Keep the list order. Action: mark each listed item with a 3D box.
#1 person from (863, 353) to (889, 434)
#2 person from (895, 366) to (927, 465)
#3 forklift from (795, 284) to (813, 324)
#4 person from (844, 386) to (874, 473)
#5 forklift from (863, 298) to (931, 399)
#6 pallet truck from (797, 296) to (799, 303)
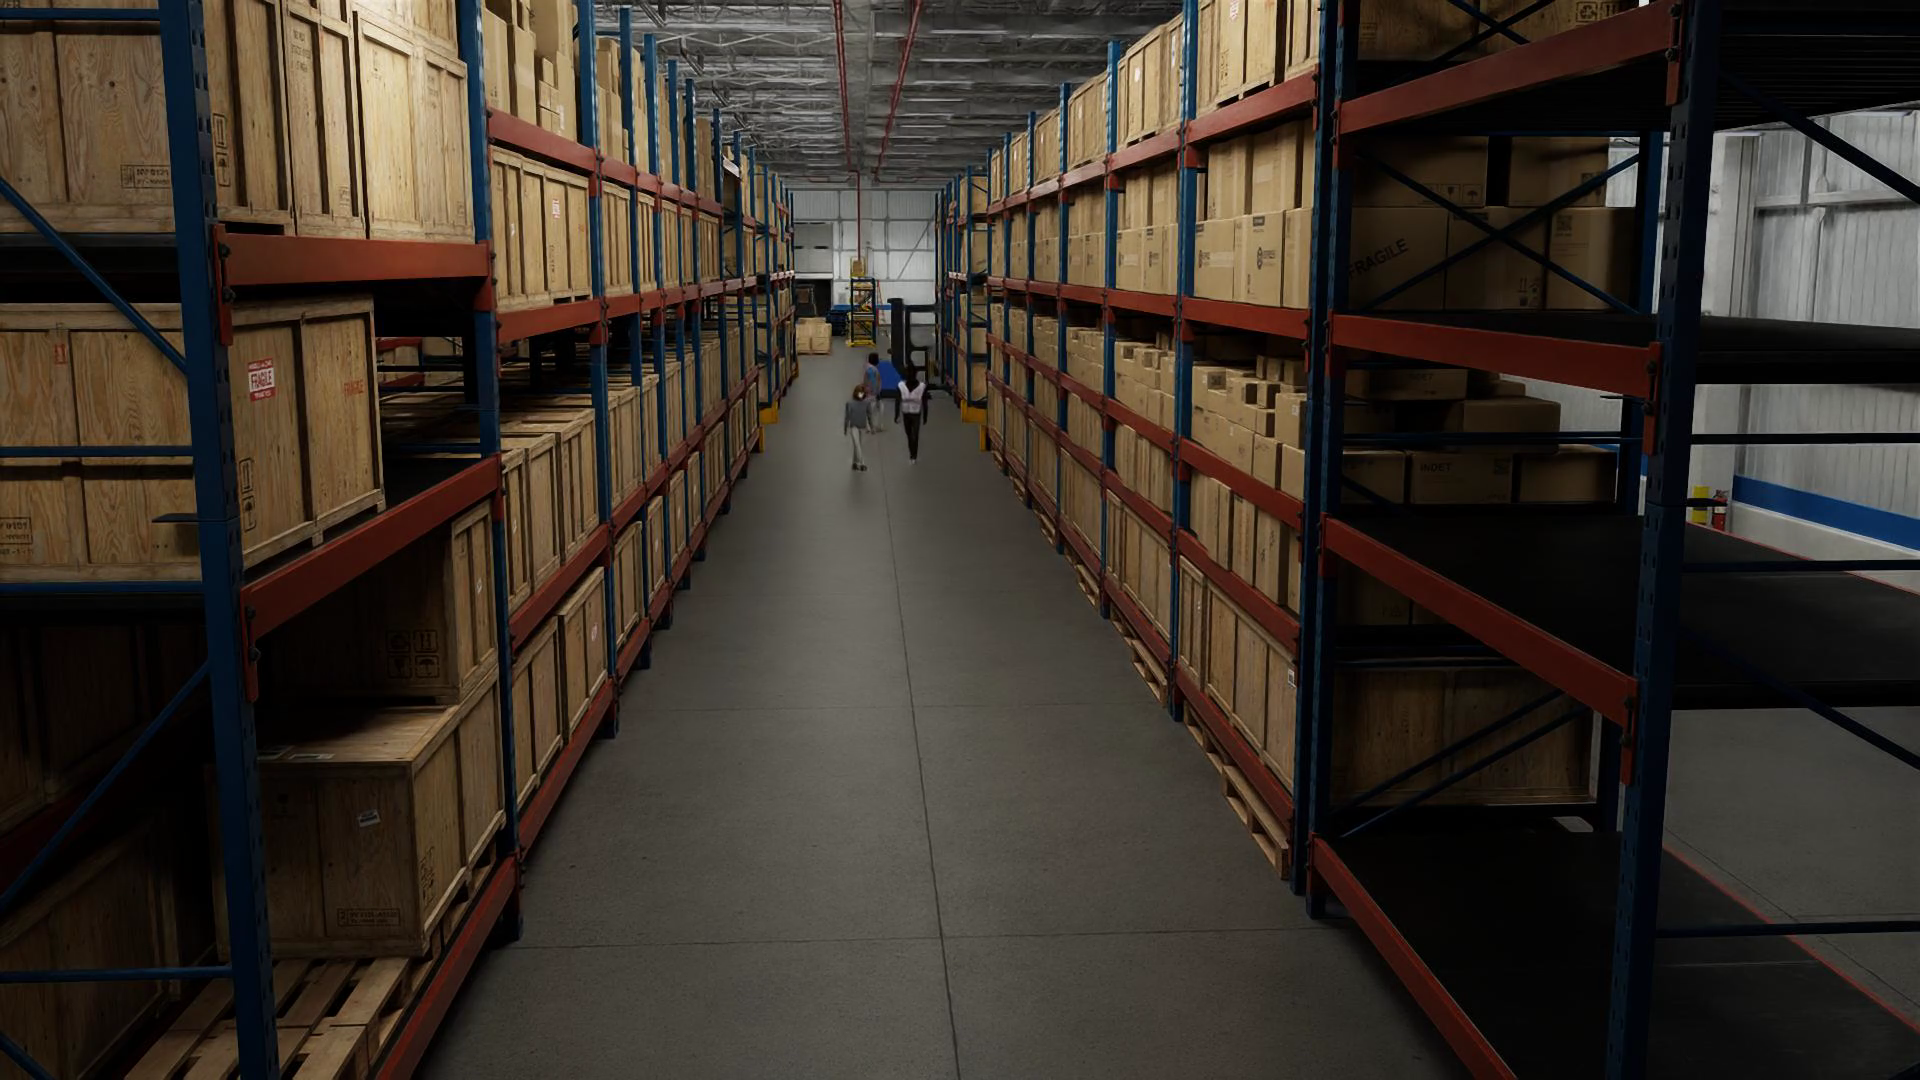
[{"bbox_3d":[-1.857,-3.275,37.208,0.722,1.819,0.632,0,10,0],"label":"person"},{"bbox_3d":[-0.911,-2.415,31.899,0.595,1.881,0.960,2,10,14],"label":"person"},{"bbox_3d":[-7.298,-10.501,77.197,1.129,2.768,1.873,-1,10,-4],"label":"forklift"},{"bbox_3d":[-1.848,-2.041,30.519,0.505,1.576,0.896,-5,11,-27],"label":"person"},{"bbox_3d":[-1.779,-5.350,46.424,1.873,2.768,1.129,-1,10,-3],"label":"forklift"},{"bbox_3d":[-8.622,-12.439,91.403,1.885,1.965,0.823,2,10,13],"label":"pallet truck"}]
